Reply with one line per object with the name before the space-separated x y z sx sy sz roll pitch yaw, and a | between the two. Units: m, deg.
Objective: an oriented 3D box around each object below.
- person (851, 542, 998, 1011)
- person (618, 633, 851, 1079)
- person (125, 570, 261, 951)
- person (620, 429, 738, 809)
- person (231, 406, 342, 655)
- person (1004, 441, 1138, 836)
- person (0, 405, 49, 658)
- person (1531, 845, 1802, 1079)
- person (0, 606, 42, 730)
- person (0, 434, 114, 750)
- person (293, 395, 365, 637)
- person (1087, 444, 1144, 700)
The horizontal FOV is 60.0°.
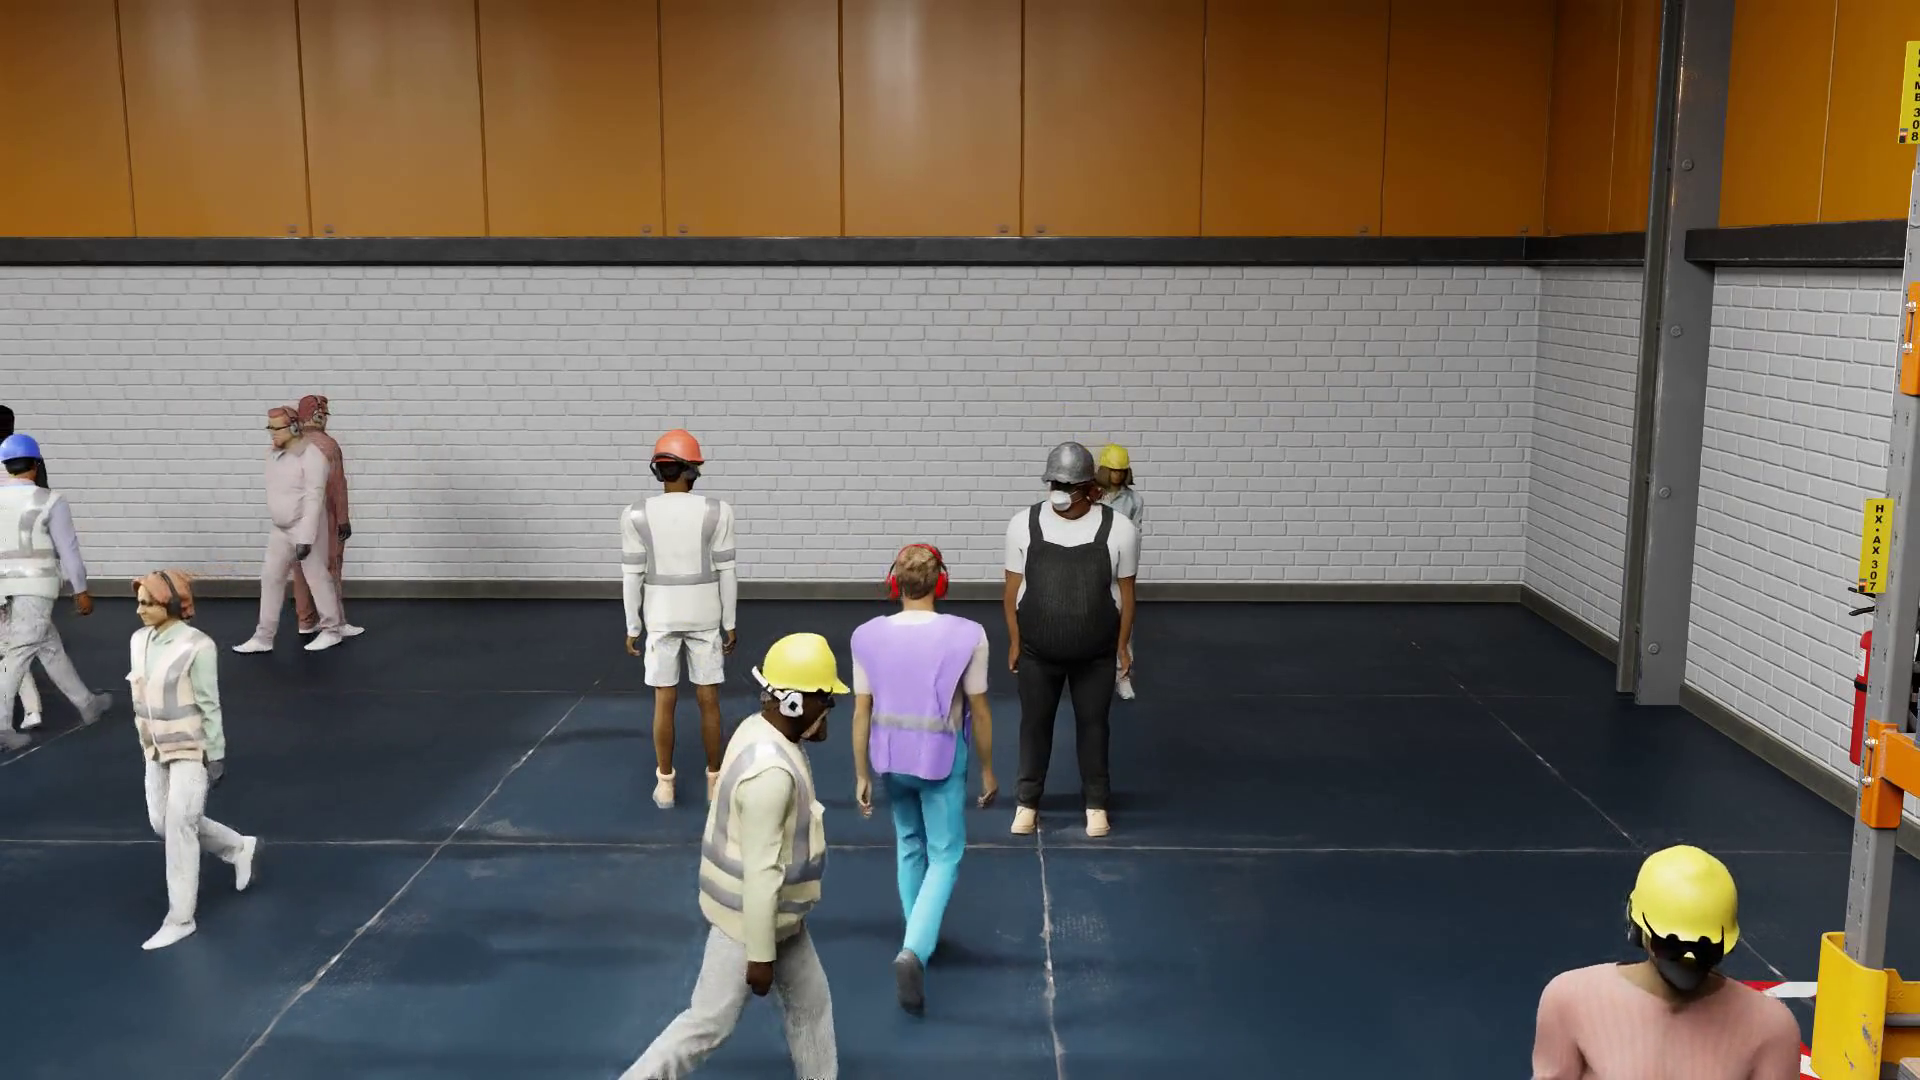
person | -0.170 0.918 6.638 0.572 1.817 0.797 3 10 19
person | -0.739 1.167 5.343 0.964 1.781 0.606 -1 9 -4
person | -3.357 0.915 7.267 0.522 1.621 0.634 5 11 29
person | -1.494 0.427 8.928 0.605 2.038 0.394 -1 10 -5
person | -4.990 -0.049 12.280 0.651 1.862 0.909 7 11 34
person | 0.556 0.505 8.448 0.683 2.000 0.536 1 10 6
person | -7.109 -0.072 12.441 0.611 1.872 1.014 -1 10 -7
person | 1.464 1.481 3.485 0.545 1.738 0.671 2 10 13
person | -6.097 0.415 10.341 0.848 1.586 0.536 5 11 26
person | -5.672 0.299 10.183 0.619 1.880 1.005 4 10 21
person | -4.999 -0.182 12.985 0.639 1.901 0.406 4 10 25
person | 1.010 0.174 11.440 0.488 1.702 0.875 -1 10 -4
